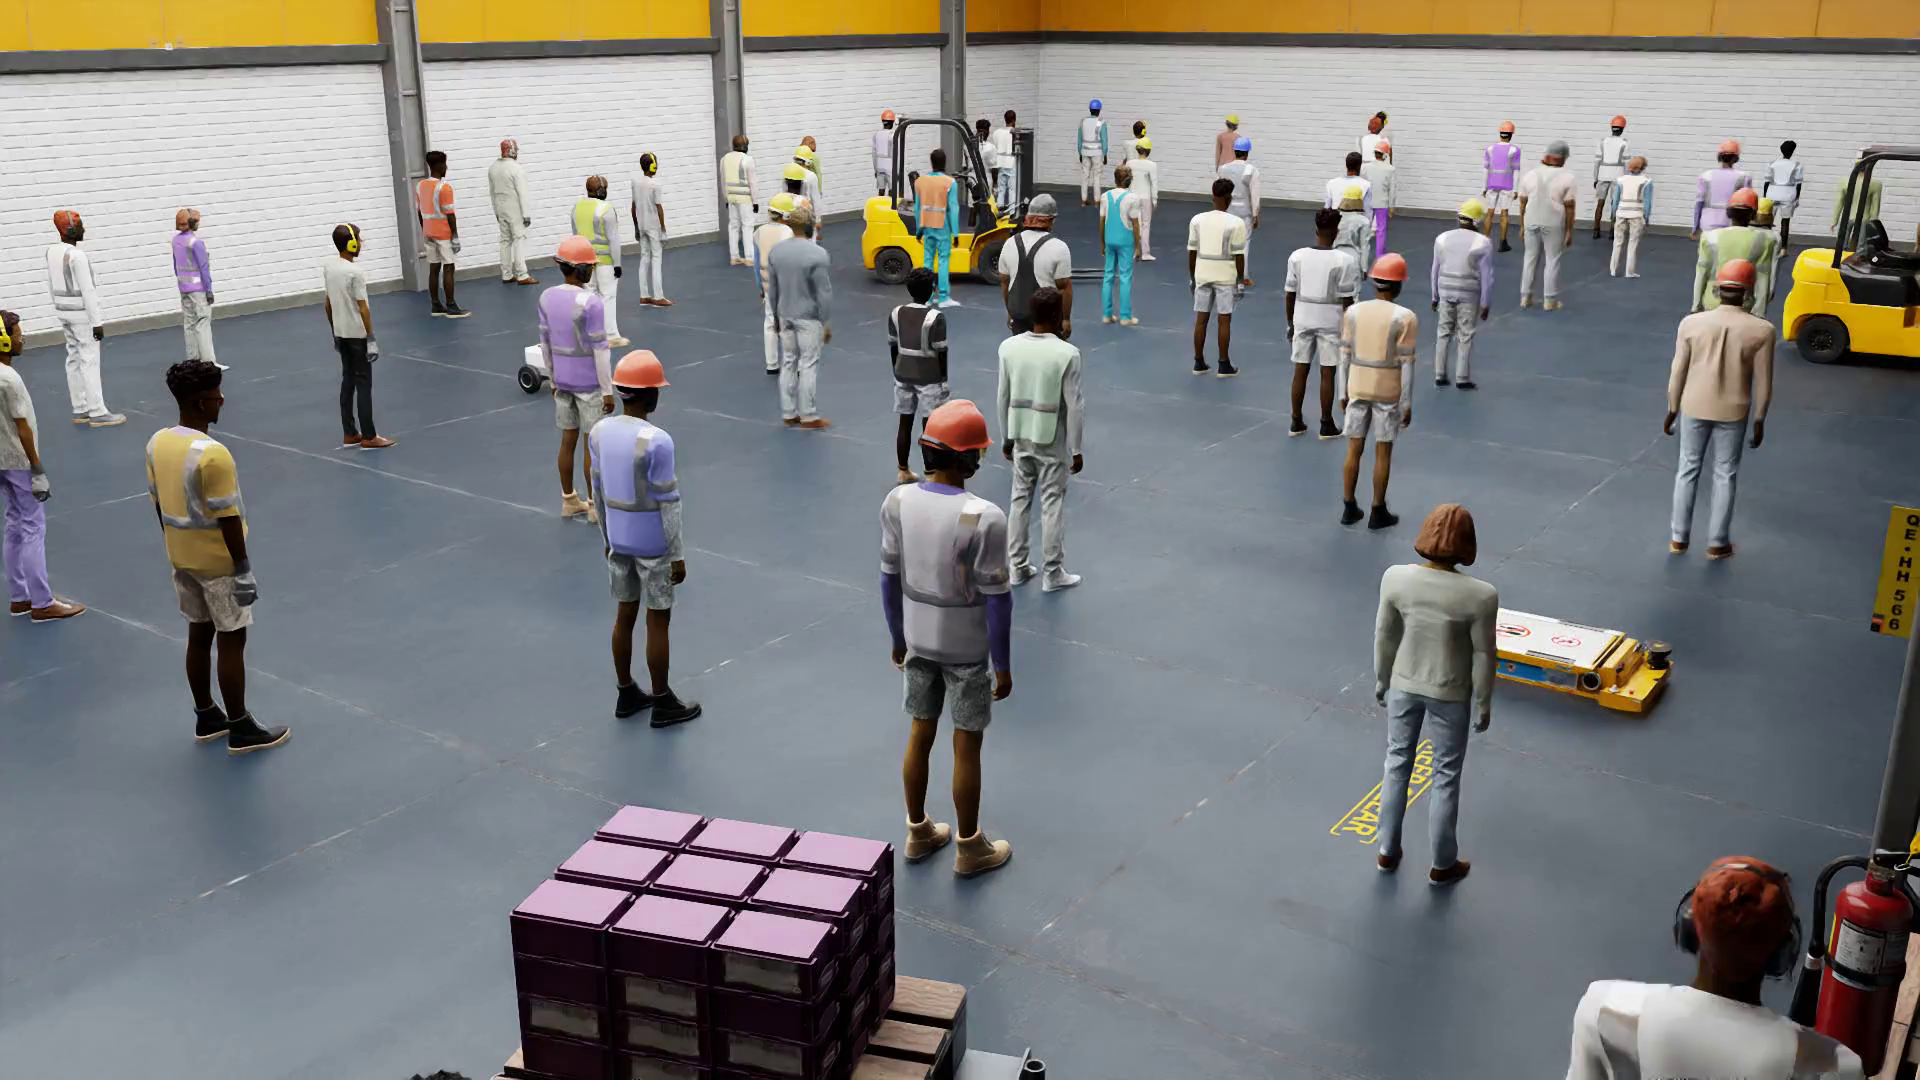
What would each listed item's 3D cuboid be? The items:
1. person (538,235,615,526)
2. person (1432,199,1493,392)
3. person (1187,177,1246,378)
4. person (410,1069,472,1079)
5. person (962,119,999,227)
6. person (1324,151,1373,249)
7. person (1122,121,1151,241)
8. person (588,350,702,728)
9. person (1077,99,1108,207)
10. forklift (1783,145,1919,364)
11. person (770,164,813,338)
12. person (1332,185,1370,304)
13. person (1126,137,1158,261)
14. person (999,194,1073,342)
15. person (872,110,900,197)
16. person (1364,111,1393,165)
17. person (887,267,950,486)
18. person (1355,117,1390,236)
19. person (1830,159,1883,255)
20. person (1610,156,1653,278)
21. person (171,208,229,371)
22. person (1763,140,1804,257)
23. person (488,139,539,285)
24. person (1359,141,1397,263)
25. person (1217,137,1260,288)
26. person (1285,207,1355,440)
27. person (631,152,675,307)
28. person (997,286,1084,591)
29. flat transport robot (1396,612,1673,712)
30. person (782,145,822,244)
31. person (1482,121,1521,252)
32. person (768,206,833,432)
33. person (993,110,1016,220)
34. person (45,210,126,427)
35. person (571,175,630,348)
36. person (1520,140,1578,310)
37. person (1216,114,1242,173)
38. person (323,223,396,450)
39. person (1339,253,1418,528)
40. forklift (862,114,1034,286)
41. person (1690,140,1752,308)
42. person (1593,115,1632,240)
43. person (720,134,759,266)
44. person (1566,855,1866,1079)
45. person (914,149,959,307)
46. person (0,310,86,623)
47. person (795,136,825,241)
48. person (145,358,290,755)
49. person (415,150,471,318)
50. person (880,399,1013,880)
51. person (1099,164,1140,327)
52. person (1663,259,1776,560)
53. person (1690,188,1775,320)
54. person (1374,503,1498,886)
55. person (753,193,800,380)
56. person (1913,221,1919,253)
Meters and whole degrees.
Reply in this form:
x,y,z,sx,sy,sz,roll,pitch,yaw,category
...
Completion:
x,y,z,sx,sy,sz,roll,pitch,yaw,category
-2.668,-1.126,11.775,0.614,2.040,0.390,12,21,33,person
4.813,-2.338,15.942,0.612,1.821,0.407,16,23,40,person
2.553,-2.599,16.509,0.613,1.961,0.368,12,21,33,person
-0.970,1.788,3.219,0.540,1.695,0.317,12,21,33,person
0.329,-5.382,25.214,0.613,1.961,0.368,12,21,33,person
4.650,-3.684,19.979,0.596,1.916,0.372,12,21,33,person
2.793,-5.655,26.229,0.533,1.864,0.310,12,21,33,person
-1.593,-0.004,8.442,0.551,1.932,0.378,12,21,33,person
2.465,-7.140,30.741,0.615,1.945,0.404,12,21,33,person
9.803,-2.879,17.013,2.313,2.155,1.214,12,21,33,forklift
-1.847,-3.196,18.470,0.607,1.912,0.458,13,22,36,person
4.191,-2.957,17.989,0.492,1.740,0.324,12,21,33,person
2.643,-4.955,24.200,0.533,1.767,0.325,12,21,33,person
0.713,-1.990,14.482,0.688,2.000,0.536,12,21,33,person
-1.200,-6.218,27.877,0.551,1.932,0.378,12,21,33,person
7.192,-6.428,28.678,0.587,1.856,0.344,10,20,27,person
-0.301,-1.224,12.640,0.540,1.695,0.317,12,21,33,person
6.638,-5.861,26.841,0.584,1.883,0.337,12,21,33,person
11.698,-4.163,21.734,0.549,1.760,0.349,10,20,27,person
9.135,-4.390,22.665,0.544,1.628,0.340,16,24,41,person
-7.706,-2.513,16.769,0.522,1.636,0.310,12,21,33,person
12.130,-5.038,24.571,0.540,1.695,0.317,12,21,33,person
-5.926,-4.353,22.092,0.651,1.906,0.403,12,21,33,person
5.964,-4.812,23.774,0.572,1.748,0.342,12,21,33,person
3.648,-4.294,21.837,0.615,1.945,0.404,12,21,33,person
3.051,-1.831,14.107,0.613,1.961,0.368,12,21,33,person
-3.804,-3.809,20.457,0.533,1.864,0.310,12,21,33,person
0.500,-0.624,10.408,0.596,1.916,0.372,12,21,33,person
3.130,0.604,9.227,1.431,0.197,0.652,12,21,33,flat transport robot
-2.057,-4.275,21.969,0.600,1.827,0.404,12,21,33,person
8.180,-5.342,25.138,0.551,1.932,0.378,12,21,33,person
-1.370,-1.905,14.428,0.654,1.927,0.433,11,21,31,person
0.812,-6.260,28.038,0.596,1.914,0.373,12,21,33,person
-7.705,-1.935,14.562,0.584,1.882,0.337,12,21,33,person
-3.887,-3.011,18.000,0.633,1.839,0.429,12,21,33,person
7.208,-3.860,20.331,0.702,2.000,0.536,16,24,41,person
4.769,-6.640,29.518,0.557,1.762,0.353,15,23,39,person
-5.021,-1.680,13.798,0.533,1.864,0.309,12,21,33,person
2.944,-1.039,11.714,0.550,1.926,0.460,13,22,36,person
-0.171,-4.594,22.377,2.313,2.155,1.214,1,18,3,forklift
9.277,-3.835,20.300,0.652,2.030,0.435,10,20,28,person
10.349,-5.750,26.408,0.551,1.934,0.373,12,21,33,person
-3.104,-4.838,23.716,0.633,1.839,0.429,12,21,33,person
1.567,1.574,3.622,0.628,1.871,0.432,10,20,28,person
-0.284,-3.820,20.447,0.632,1.905,0.390,10,20,28,person
-5.596,-0.434,9.892,0.533,1.868,0.310,12,21,33,person
-2.388,-5.561,26.311,0.507,1.630,0.268,12,21,33,person
-3.649,0.084,8.117,0.613,1.961,0.368,12,21,33,person
-6.146,-3.619,19.695,0.613,1.963,0.361,12,21,33,person
-0.030,0.416,6.952,0.614,2.040,0.390,12,21,33,person
1.845,-3.389,19.174,0.515,1.843,0.326,12,21,33,person
5.034,-0.862,11.045,0.645,1.988,0.411,10,20,27,person
6.878,-2.108,14.864,0.639,2.037,0.416,10,20,27,person
1.963,0.640,6.915,0.507,1.630,0.268,12,21,33,person
-1.742,-2.488,16.375,0.600,1.829,0.404,12,21,33,person
11.366,-3.410,19.244,0.570,1.840,0.373,12,21,33,person
